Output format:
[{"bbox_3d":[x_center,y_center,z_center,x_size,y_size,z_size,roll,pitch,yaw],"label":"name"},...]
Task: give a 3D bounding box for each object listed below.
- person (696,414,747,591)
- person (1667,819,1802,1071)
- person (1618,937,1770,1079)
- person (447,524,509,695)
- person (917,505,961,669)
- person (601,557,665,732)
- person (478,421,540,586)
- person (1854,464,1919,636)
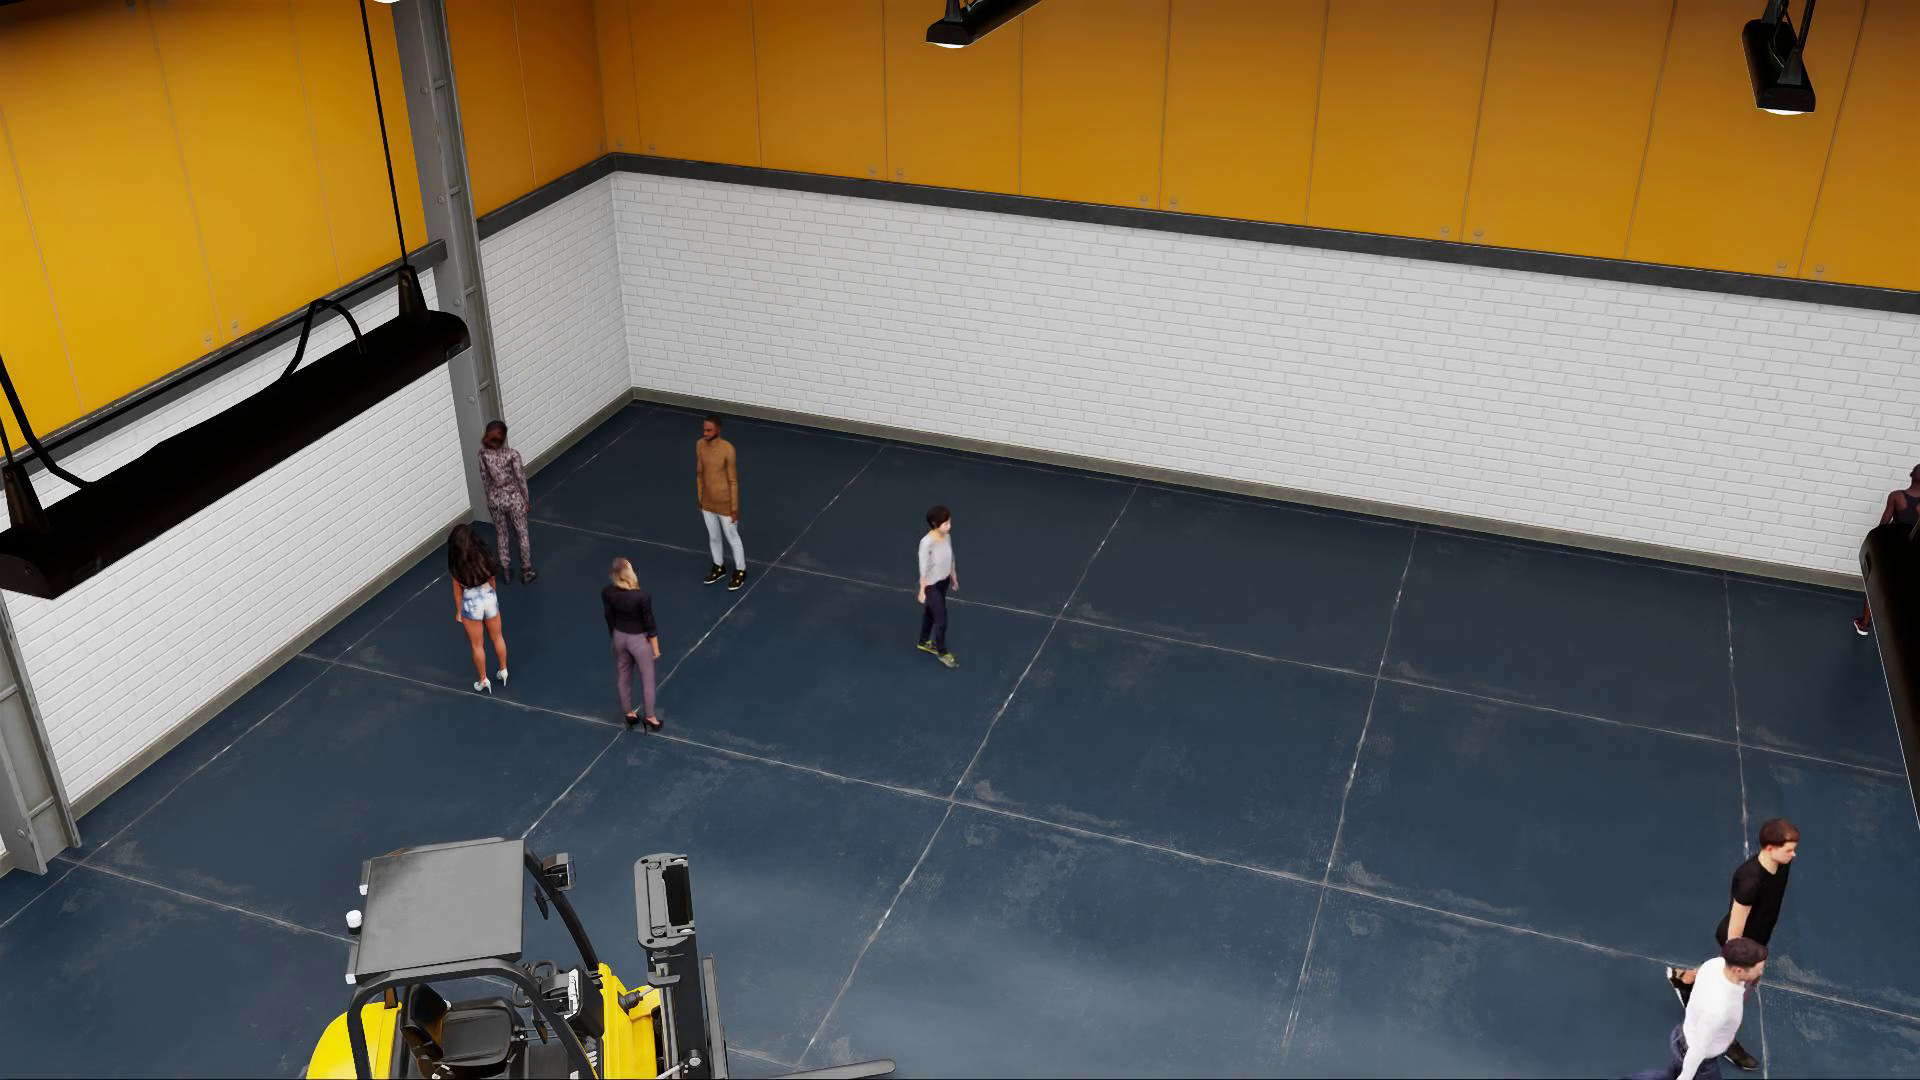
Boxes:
[{"bbox_3d":[-2.303,-0.386,16.004,0.647,1.815,0.577,15,32,25],"label":"person"},{"bbox_3d":[4.960,2.505,10.671,1.054,1.848,1.029,-21,35,-34],"label":"person"},{"bbox_3d":[4.248,2.989,9.798,0.741,1.834,1.067,9,30,15],"label":"person"},{"bbox_3d":[-4.166,0.598,14.409,0.638,1.615,0.720,-24,37,-37],"label":"person"},{"bbox_3d":[-0.287,0.369,14.915,0.729,1.532,0.766,18,33,29],"label":"person"},{"bbox_3d":[-2.736,0.881,13.833,0.615,1.671,0.518,11,31,20],"label":"person"},{"bbox_3d":[-4.384,-0.366,16.071,0.633,1.715,0.629,2,29,4],"label":"person"},{"bbox_3d":[8.577,0.089,15.192,0.614,1.757,0.576,15,32,25],"label":"person"}]
